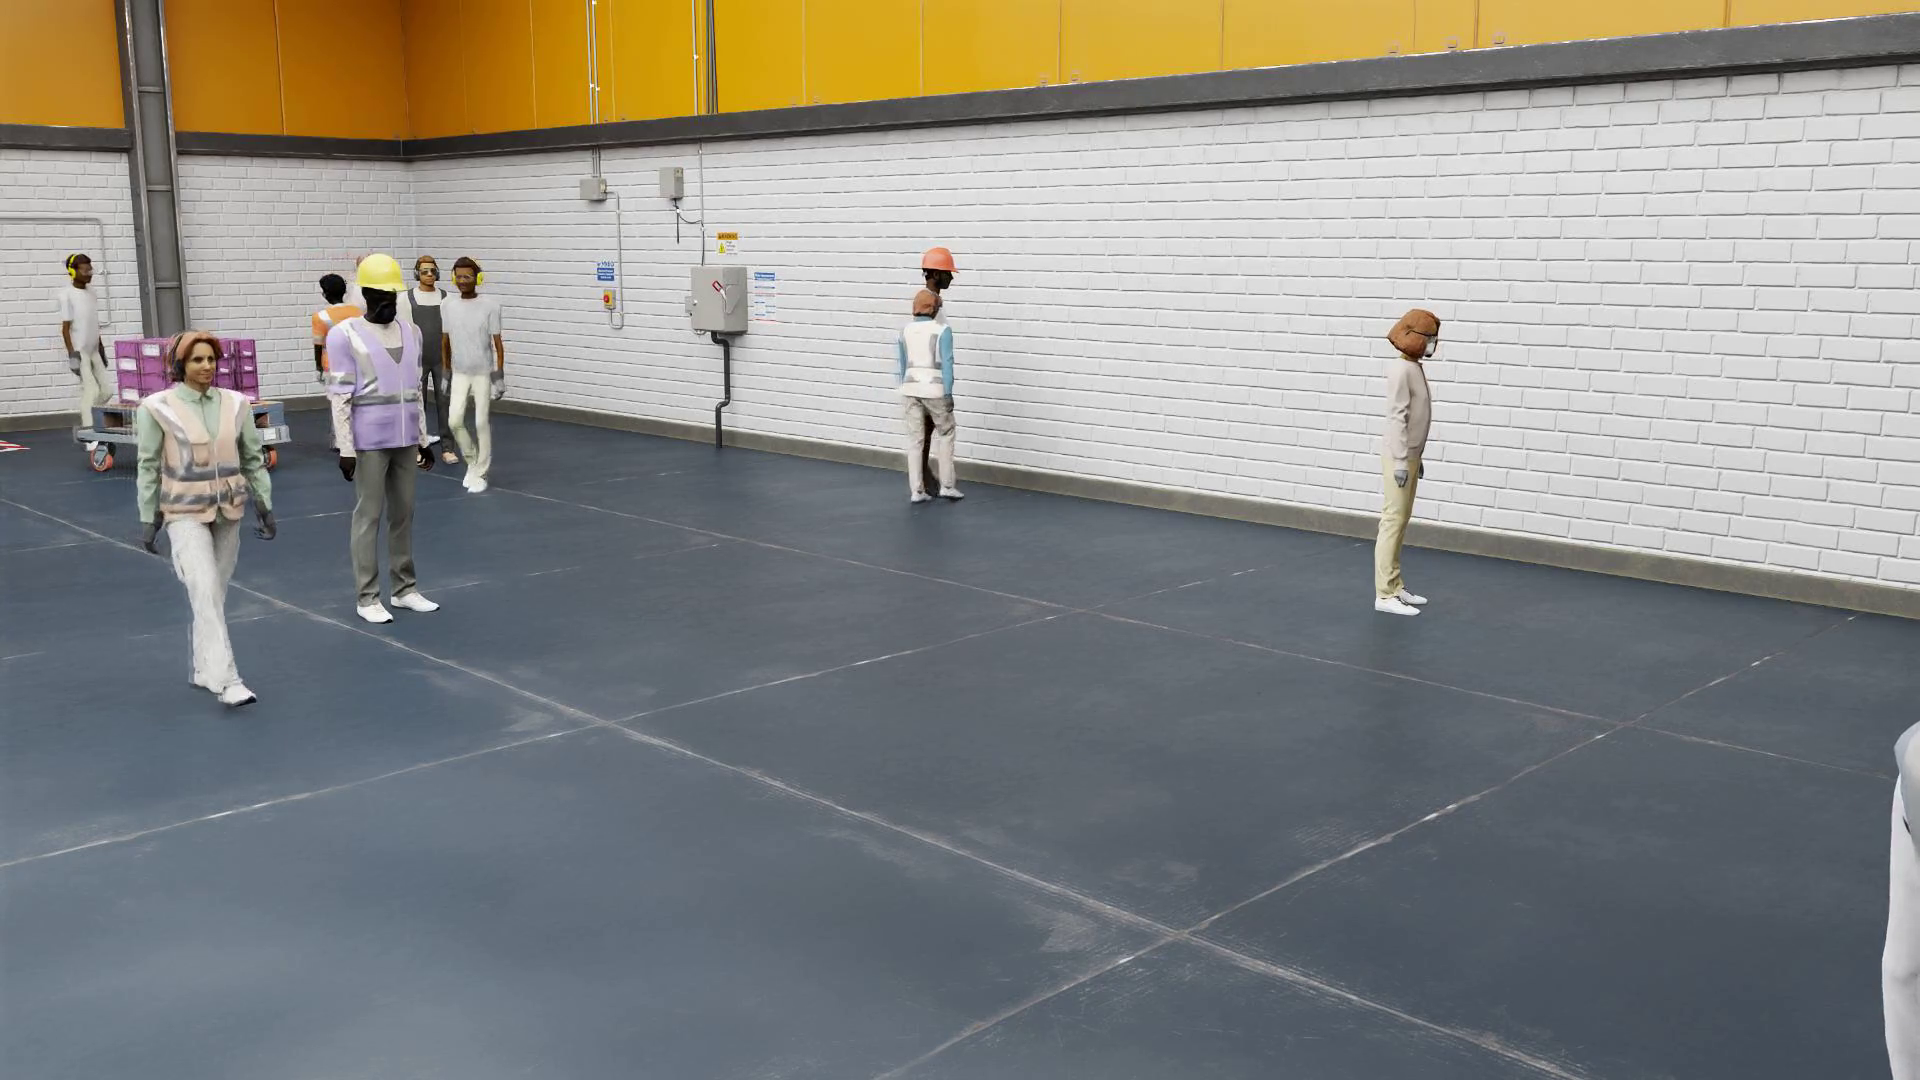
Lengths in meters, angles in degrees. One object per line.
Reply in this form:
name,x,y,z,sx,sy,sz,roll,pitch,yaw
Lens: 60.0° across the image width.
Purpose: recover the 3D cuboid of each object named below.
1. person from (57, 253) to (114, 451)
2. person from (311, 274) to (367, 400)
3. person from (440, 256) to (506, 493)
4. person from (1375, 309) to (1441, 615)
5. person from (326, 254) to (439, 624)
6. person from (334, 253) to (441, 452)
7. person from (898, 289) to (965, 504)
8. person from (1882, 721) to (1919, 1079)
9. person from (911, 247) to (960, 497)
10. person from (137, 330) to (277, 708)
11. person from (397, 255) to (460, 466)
person,-8.173,-1.756,15.627,0.416,1.857,0.580,1,10,6
person,-5.554,-1.548,14.947,0.550,1.678,0.431,-9,14,-41
person,-3.840,-1.287,13.058,0.555,1.855,0.383,0,10,2
person,2.410,-0.425,8.970,0.279,1.633,0.498,5,11,24
person,-3.020,-0.534,8.769,0.373,1.923,0.596,6,12,29
person,-5.421,-1.731,15.520,1.021,1.851,0.658,0,10,1
person,-0.222,-1.095,12.658,0.543,1.614,0.555,6,12,31
person,1.298,0.785,1.861,0.403,1.822,0.588,-2,11,-10
person,-0.194,-1.297,12.925,0.388,1.929,0.546,0,10,2
person,-3.172,-0.083,7.144,0.758,1.606,0.541,7,13,34
person,-4.677,-1.579,14.688,0.507,1.847,0.345,-6,12,-28
